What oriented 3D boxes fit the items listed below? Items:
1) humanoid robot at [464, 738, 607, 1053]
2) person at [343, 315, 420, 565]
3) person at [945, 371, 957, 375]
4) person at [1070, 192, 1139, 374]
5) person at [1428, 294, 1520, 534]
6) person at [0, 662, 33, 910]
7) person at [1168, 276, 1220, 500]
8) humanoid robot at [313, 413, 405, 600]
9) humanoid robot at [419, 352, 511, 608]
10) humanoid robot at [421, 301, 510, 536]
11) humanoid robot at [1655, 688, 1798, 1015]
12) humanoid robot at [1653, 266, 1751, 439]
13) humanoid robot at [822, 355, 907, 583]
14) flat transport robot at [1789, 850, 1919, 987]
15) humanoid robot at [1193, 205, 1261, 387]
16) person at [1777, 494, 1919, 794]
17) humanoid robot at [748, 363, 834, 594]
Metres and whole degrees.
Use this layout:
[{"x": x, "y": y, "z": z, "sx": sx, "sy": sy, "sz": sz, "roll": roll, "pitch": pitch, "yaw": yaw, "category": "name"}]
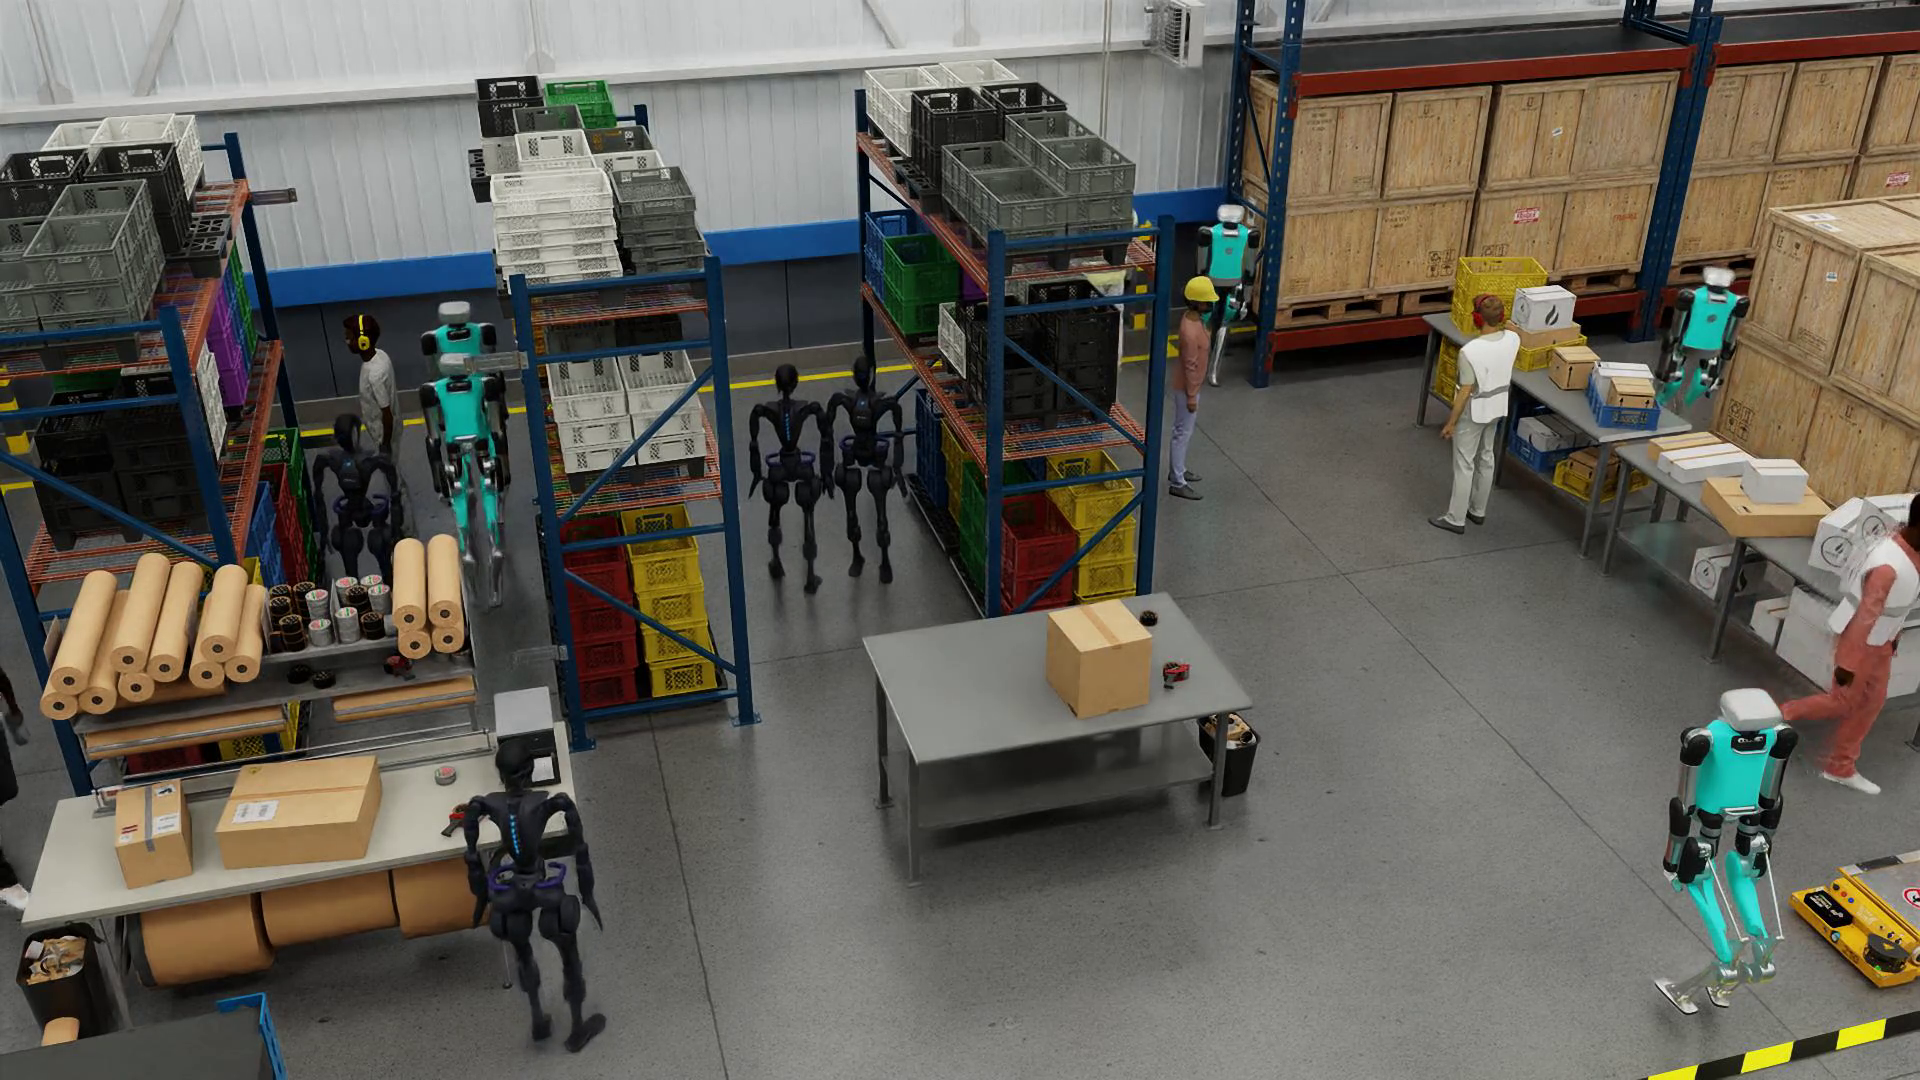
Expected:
[{"x": -1.974, "y": 1.653, "z": 7.687, "sx": 0.604, "sy": 1.633, "sz": 0.376, "roll": -2, "pitch": 29, "yaw": -3, "category": "humanoid robot"}, {"x": -4.106, "y": -0.719, "z": 11.807, "sx": 0.322, "sy": 1.870, "sz": 0.528, "roll": -10, "pitch": 30, "yaw": -17, "category": "person"}, {"x": 0.176, "y": -2.435, "z": 14.808, "sx": 0.919, "sy": 1.982, "sz": 0.746, "roll": -6, "pitch": 29, "yaw": -10, "category": "person"}, {"x": 1.252, "y": -2.342, "z": 14.800, "sx": 0.628, "sy": 1.835, "sz": 0.430, "roll": -12, "pitch": 31, "yaw": -21, "category": "person"}, {"x": 3.790, "y": -0.908, "z": 12.184, "sx": 0.563, "sy": 1.837, "sz": 0.389, "roll": -18, "pitch": 33, "yaw": -29, "category": "person"}, {"x": -5.213, "y": 1.025, "z": 8.688, "sx": 0.773, "sy": 1.835, "sz": 0.586, "roll": 14, "pitch": 32, "yaw": 23, "category": "person"}, {"x": 1.780, "y": -1.178, "z": 12.749, "sx": 0.310, "sy": 1.768, "sz": 0.529, "roll": 4, "pitch": 29, "yaw": 7, "category": "person"}, {"x": -3.923, "y": -0.114, "z": 10.925, "sx": 0.588, "sy": 1.633, "sz": 0.633, "roll": -3, "pitch": 29, "yaw": -6, "category": "humanoid robot"}, {"x": -3.279, "y": -0.308, "z": 11.249, "sx": 0.541, "sy": 1.812, "sz": 0.790, "roll": -9, "pitch": 30, "yaw": -16, "category": "humanoid robot"}, {"x": -3.523, "y": -0.803, "z": 12.118, "sx": 0.531, "sy": 1.819, "sz": 0.633, "roll": -11, "pitch": 31, "yaw": -19, "category": "humanoid robot"}, {"x": 3.596, "y": 1.546, "z": 7.681, "sx": 0.533, "sy": 1.681, "sz": 0.735, "roll": -3, "pitch": 29, "yaw": -6, "category": "humanoid robot"}, {"x": 5.768, "y": -1.379, "z": 13.226, "sx": 0.559, "sy": 1.846, "sz": 0.845, "roll": 5, "pitch": 29, "yaw": 10, "category": "humanoid robot"}, {"x": -0.668, "y": -0.499, "z": 11.593, "sx": 0.600, "sy": 1.653, "sz": 0.358, "roll": 2, "pitch": 29, "yaw": 4, "category": "humanoid robot"}, {"x": 5.163, "y": 1.916, "z": 8.676, "sx": 1.431, "sy": 0.231, "sz": 0.659, "roll": -8, "pitch": 30, "yaw": -14, "category": "flat transport robot"}, {"x": 2.276, "y": -2.135, "z": 14.556, "sx": 0.534, "sy": 1.790, "sz": 0.809, "roll": 1, "pitch": 29, "yaw": 2, "category": "humanoid robot"}, {"x": 5.130, "y": 0.541, "z": 9.507, "sx": 0.717, "sy": 1.881, "sz": 0.665, "roll": 25, "pitch": 37, "yaw": 37, "category": "person"}, {"x": -1.174, "y": -0.425, "z": 11.481, "sx": 0.592, "sy": 1.644, "sz": 0.456, "roll": -4, "pitch": 29, "yaw": -7, "category": "humanoid robot"}]
